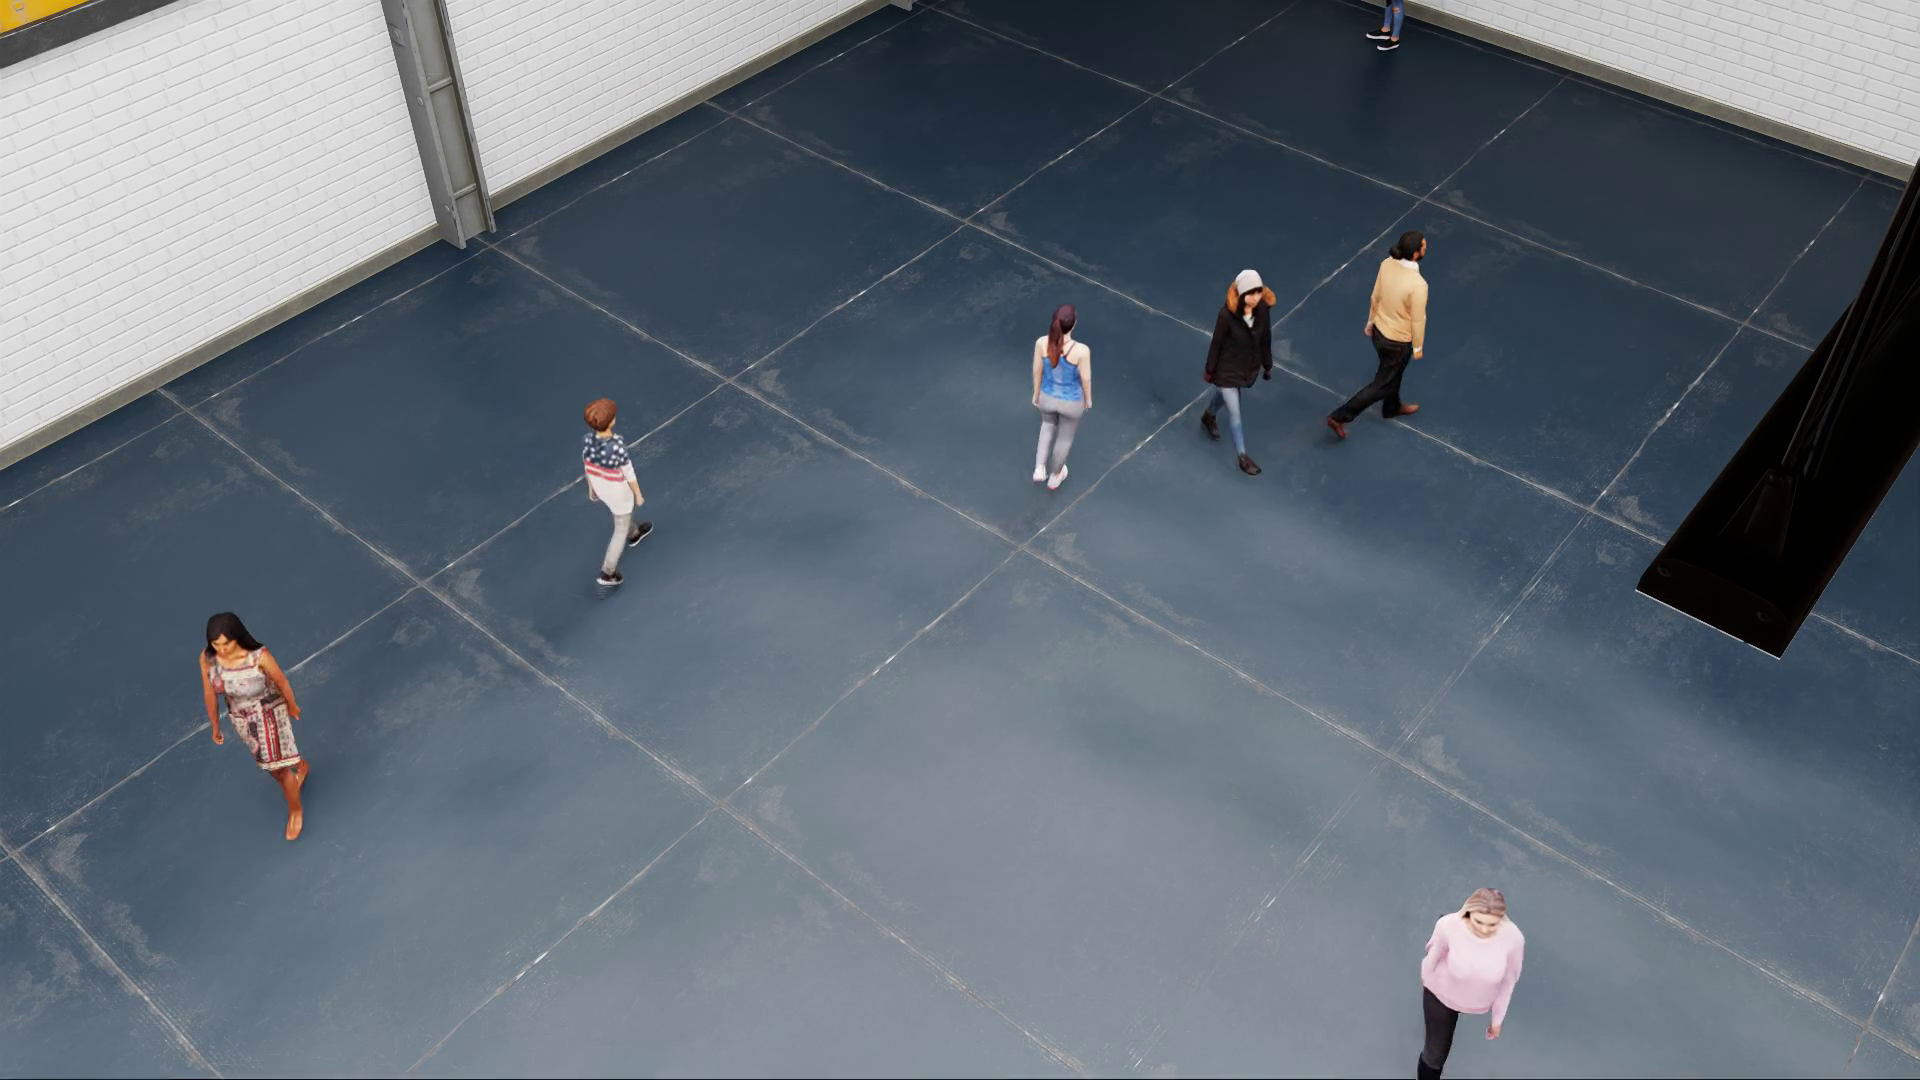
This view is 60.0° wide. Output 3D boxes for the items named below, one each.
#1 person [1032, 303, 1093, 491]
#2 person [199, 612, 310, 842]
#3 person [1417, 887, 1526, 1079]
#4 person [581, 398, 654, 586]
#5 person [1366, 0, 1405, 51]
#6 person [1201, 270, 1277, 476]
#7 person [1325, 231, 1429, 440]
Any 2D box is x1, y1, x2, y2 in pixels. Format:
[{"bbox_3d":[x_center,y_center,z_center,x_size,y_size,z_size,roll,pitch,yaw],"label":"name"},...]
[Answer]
[{"bbox_3d":[0.694,-0.967,11.856,0.640,1.599,0.703,18,46,18],"label":"person"},{"bbox_3d":[-4.111,0.951,9.826,0.870,1.623,0.955,5,44,5],"label":"person"},{"bbox_3d":[2.565,2.225,8.479,0.995,1.637,1.212,6,44,7],"label":"person"},{"bbox_3d":[-2.387,-0.318,11.309,0.685,1.414,1.013,19,47,19],"label":"person"},{"bbox_3d":[4.462,-5.820,16.890,0.761,1.683,0.721,-8,44,-8],"label":"person"},{"bbox_3d":[1.997,-1.318,12.230,1.083,1.592,0.963,-19,47,-19],"label":"person"},{"bbox_3d":[3.143,-1.479,12.299,1.222,1.730,1.031,-13,45,-13],"label":"person"}]
